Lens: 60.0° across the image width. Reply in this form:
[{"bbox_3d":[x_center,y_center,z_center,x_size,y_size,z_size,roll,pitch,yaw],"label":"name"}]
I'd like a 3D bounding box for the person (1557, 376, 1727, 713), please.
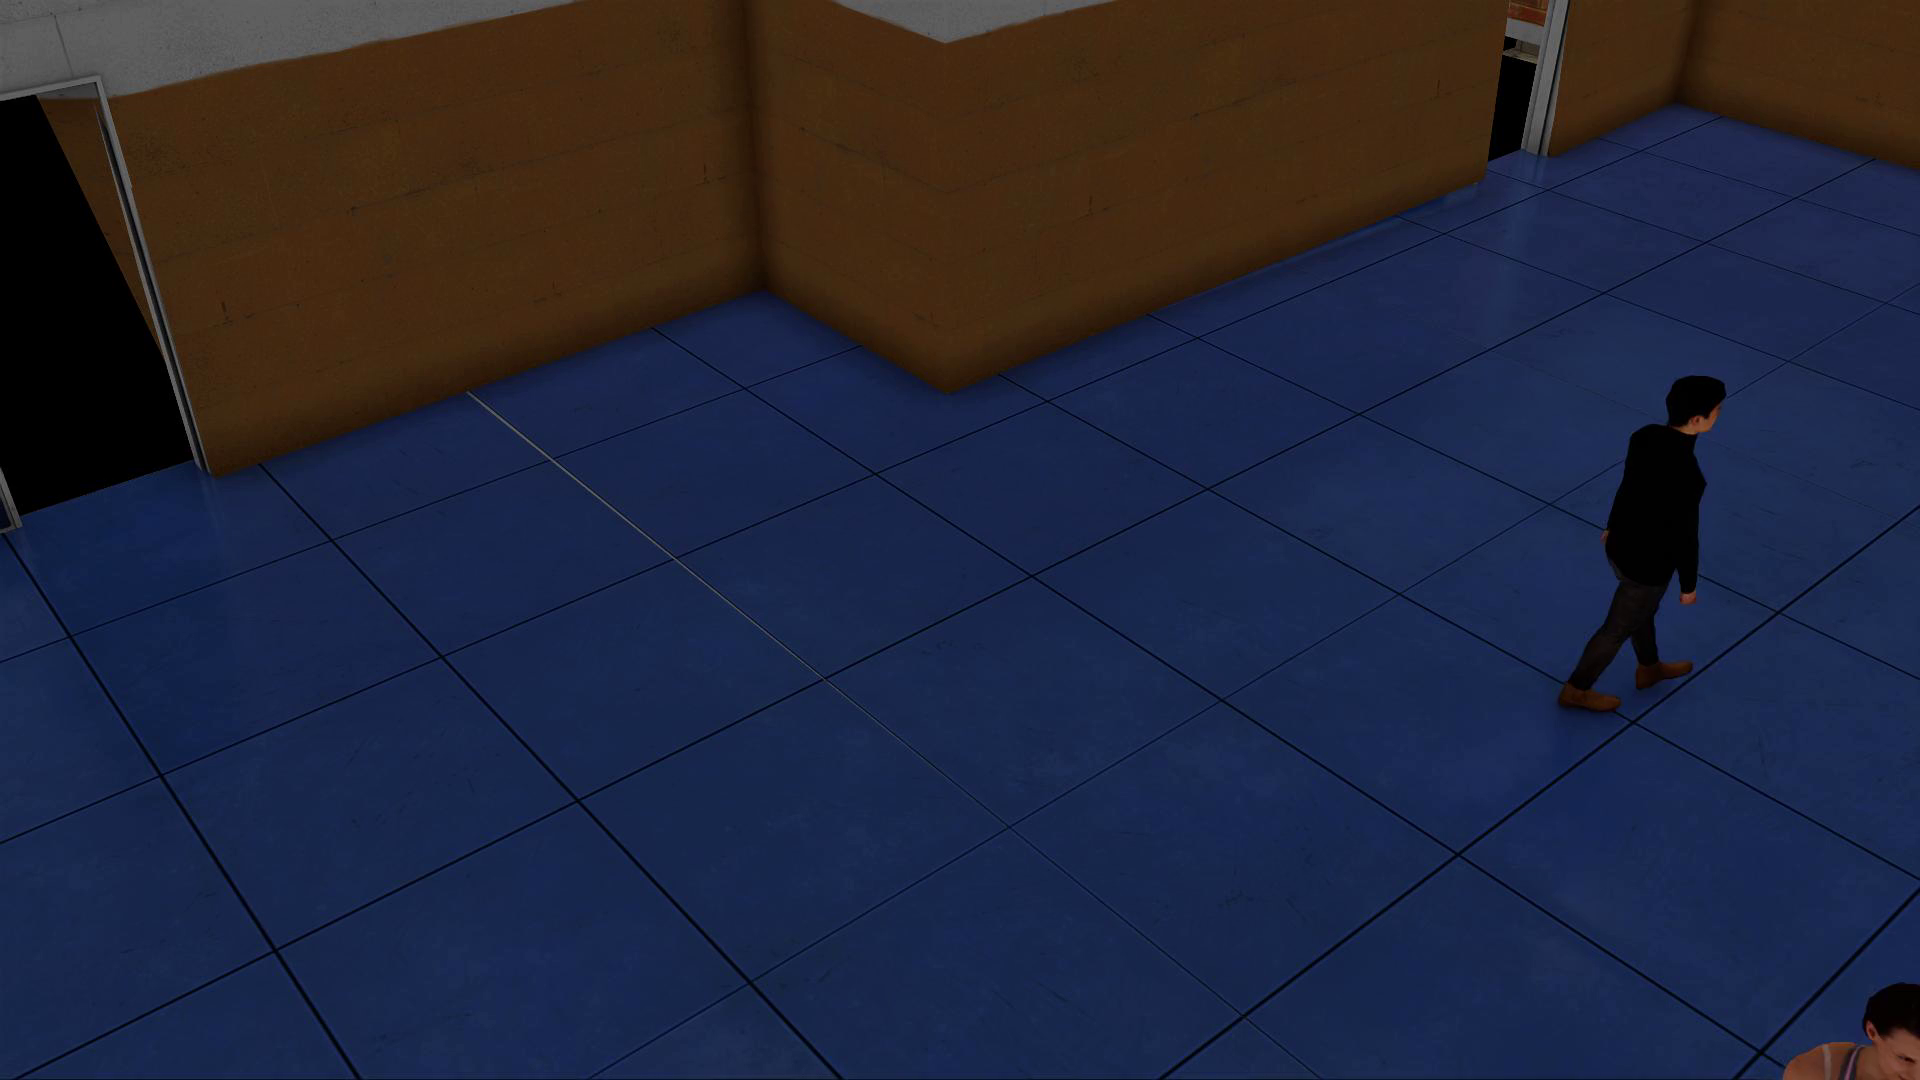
[{"bbox_3d":[2.942,0.053,7.318,1.019,1.702,0.988,-2,34,-2],"label":"person"}]
